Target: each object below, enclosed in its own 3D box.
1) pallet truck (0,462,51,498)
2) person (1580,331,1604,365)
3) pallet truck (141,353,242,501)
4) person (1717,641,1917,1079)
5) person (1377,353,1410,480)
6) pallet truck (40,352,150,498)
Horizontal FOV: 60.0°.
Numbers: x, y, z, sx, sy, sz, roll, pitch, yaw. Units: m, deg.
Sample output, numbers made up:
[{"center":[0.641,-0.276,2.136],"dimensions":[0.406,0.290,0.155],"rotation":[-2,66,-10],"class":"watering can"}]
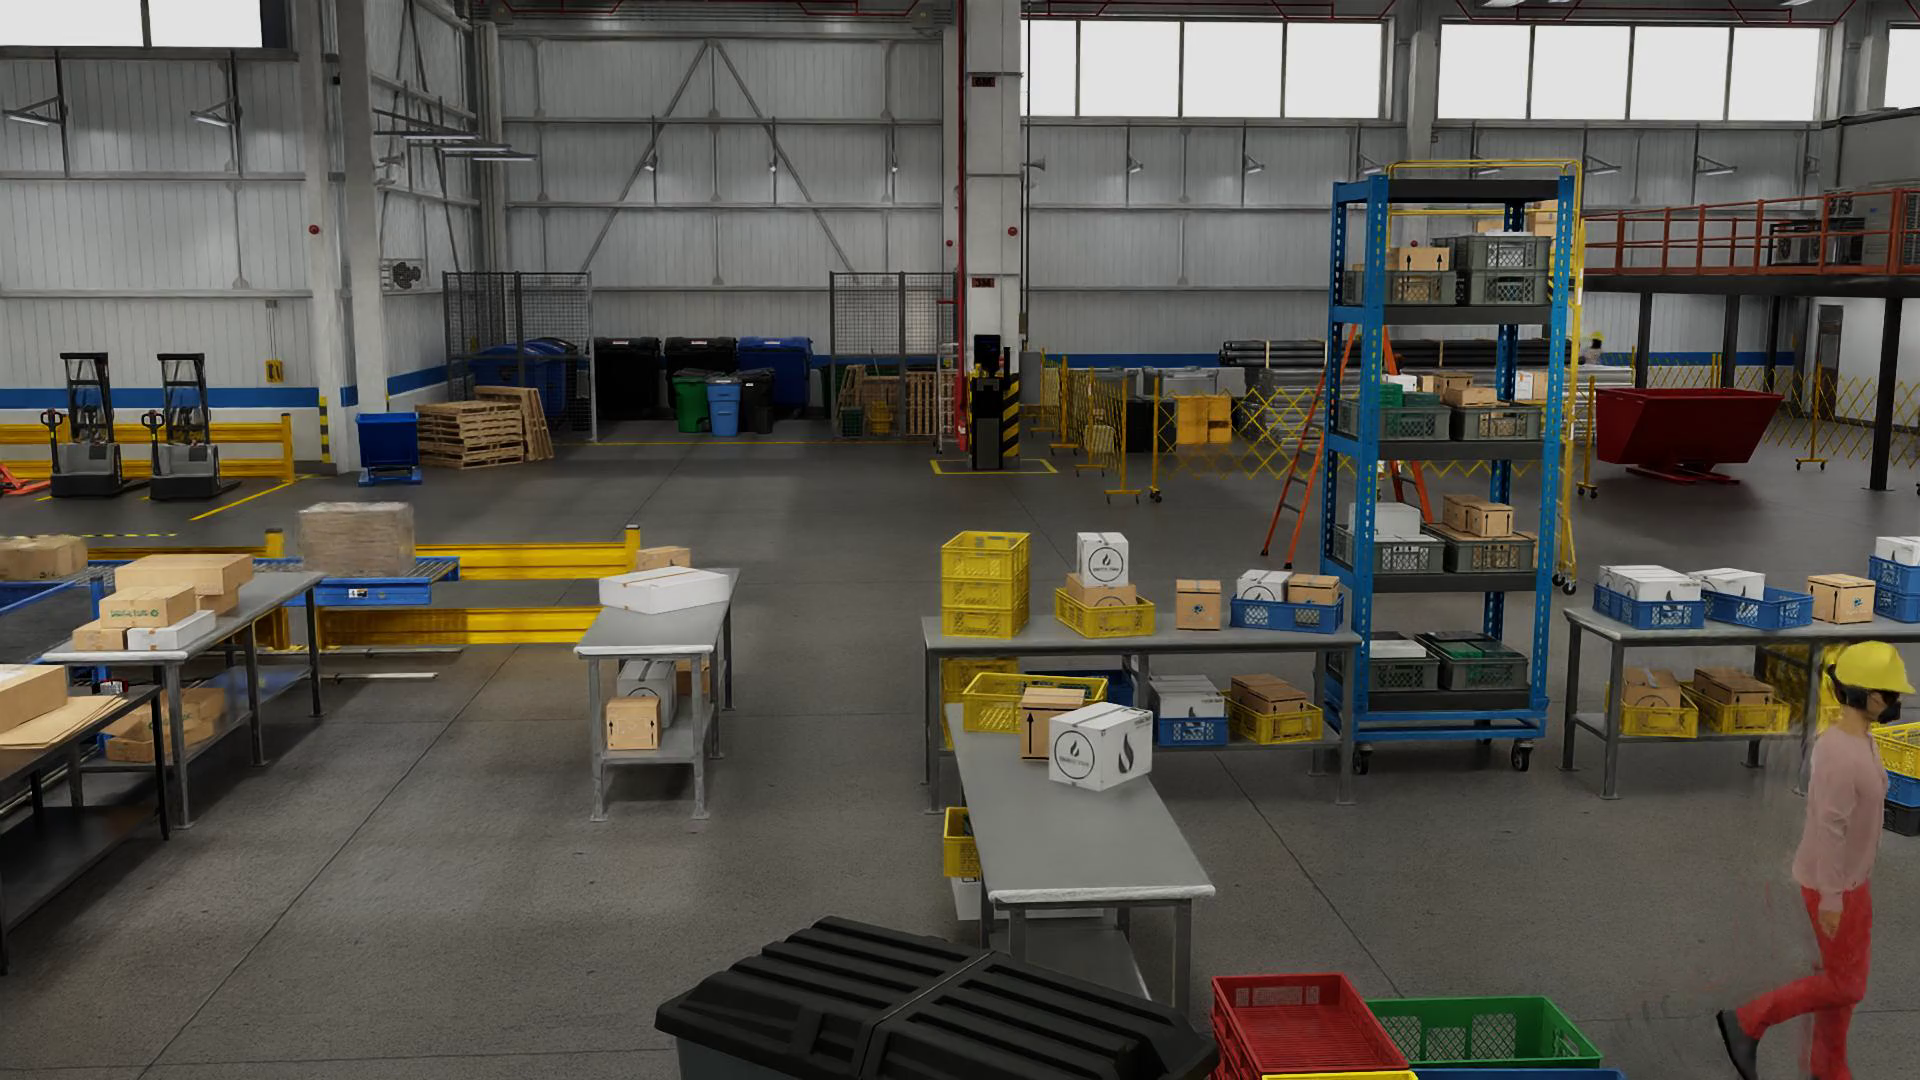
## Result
[{"center":[-13.193,-1.293,23.148],"dimensions":[0.653,1.274,1.630],"rotation":[-1,9,-4],"class":"pallet truck"},{"center":[13.106,-3.423,34.740],"dimensions":[0.623,1.890,0.926],"rotation":[-5,10,-28],"class":"person"},{"center":[-10.520,-1.604,22.925],"dimensions":[0.823,1.965,1.885],"rotation":[-1,9,-6],"class":"pallet truck"},{"center":[3.123,1.211,6.017],"dimensions":[0.487,1.751,0.539],"rotation":[7,12,38],"class":"person"},{"center":[6.414,-1.816,24.606],"dimensions":[0.574,1.885,0.358],"rotation":[0,9,-2],"class":"person"},{"center":[-11.907,-1.642,23.165],"dimensions":[0.823,1.965,1.885],"rotation":[0,9,0],"class":"pallet truck"}]
